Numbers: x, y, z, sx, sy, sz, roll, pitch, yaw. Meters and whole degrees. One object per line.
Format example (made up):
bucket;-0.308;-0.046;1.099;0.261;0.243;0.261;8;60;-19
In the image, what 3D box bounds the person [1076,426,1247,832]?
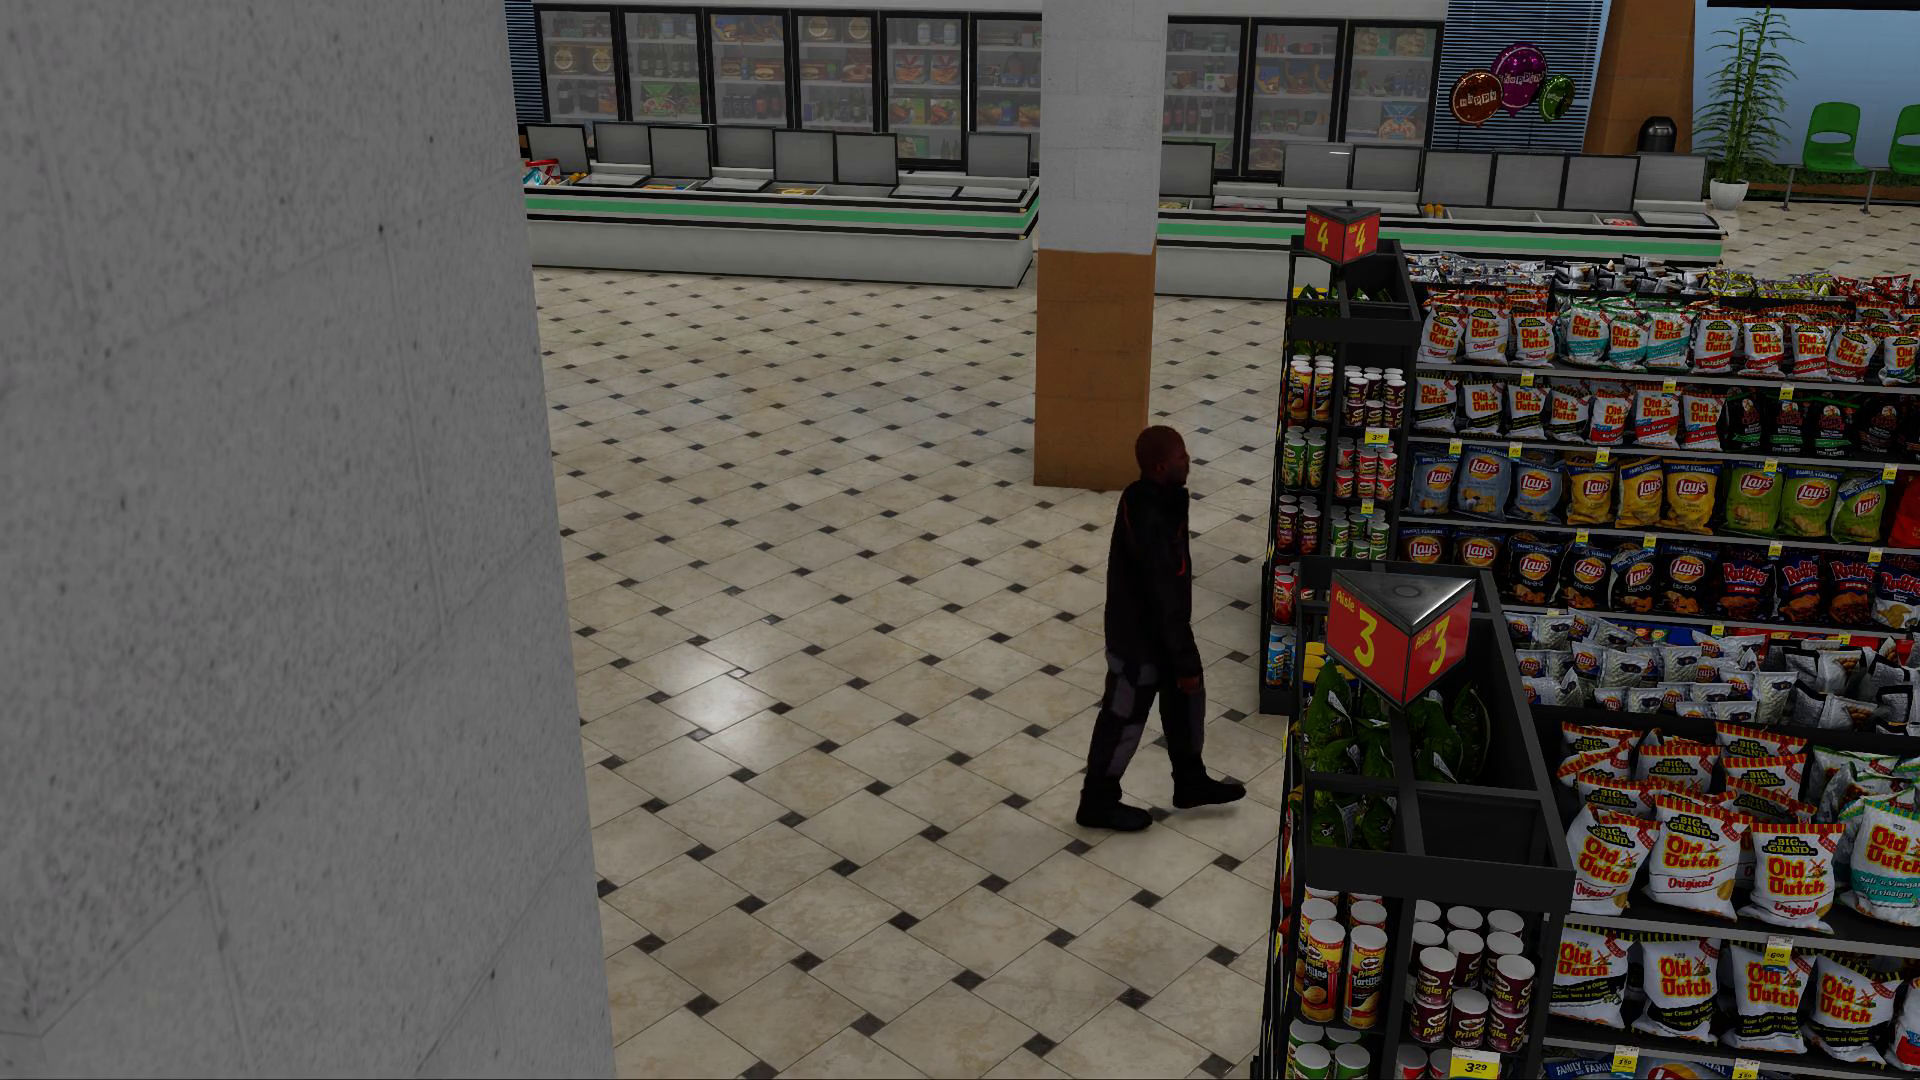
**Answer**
person;0.664;0.397;6.857;0.959;1.804;0.720;3;24;7
